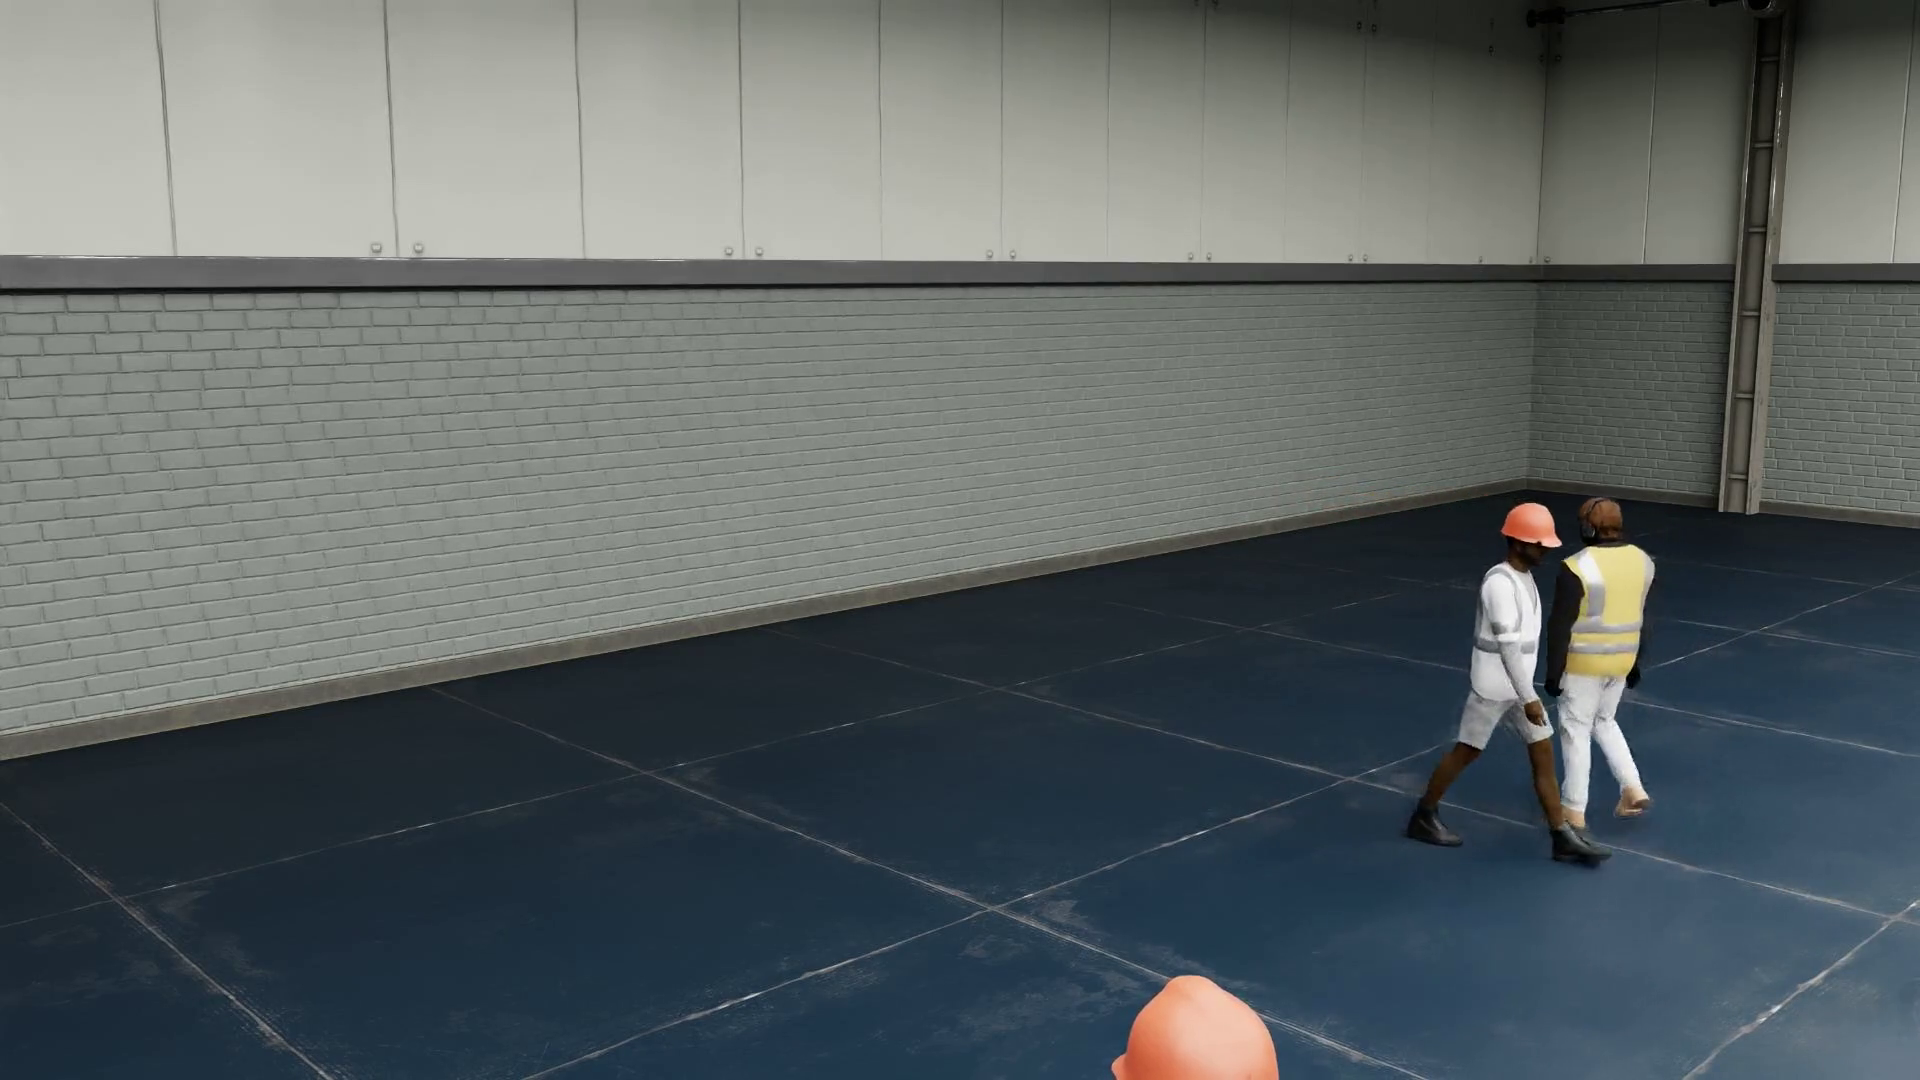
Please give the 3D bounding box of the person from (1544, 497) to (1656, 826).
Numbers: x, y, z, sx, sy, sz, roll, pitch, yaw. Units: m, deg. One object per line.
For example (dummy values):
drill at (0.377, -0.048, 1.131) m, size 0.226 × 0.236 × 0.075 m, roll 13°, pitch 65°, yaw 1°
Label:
person at (3.463, 0.677, 9.055) m, size 0.628 × 1.831 × 0.469 m, roll -4°, pitch 10°, yaw -22°

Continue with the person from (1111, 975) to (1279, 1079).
person at (0.371, 1.643, 2.693) m, size 0.545 × 1.938 × 0.361 m, roll -6°, pitch 11°, yaw -34°

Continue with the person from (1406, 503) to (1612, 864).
person at (2.820, 0.731, 8.577) m, size 1.032 × 1.881 × 0.537 m, roll 8°, pitch 12°, yaw 40°
